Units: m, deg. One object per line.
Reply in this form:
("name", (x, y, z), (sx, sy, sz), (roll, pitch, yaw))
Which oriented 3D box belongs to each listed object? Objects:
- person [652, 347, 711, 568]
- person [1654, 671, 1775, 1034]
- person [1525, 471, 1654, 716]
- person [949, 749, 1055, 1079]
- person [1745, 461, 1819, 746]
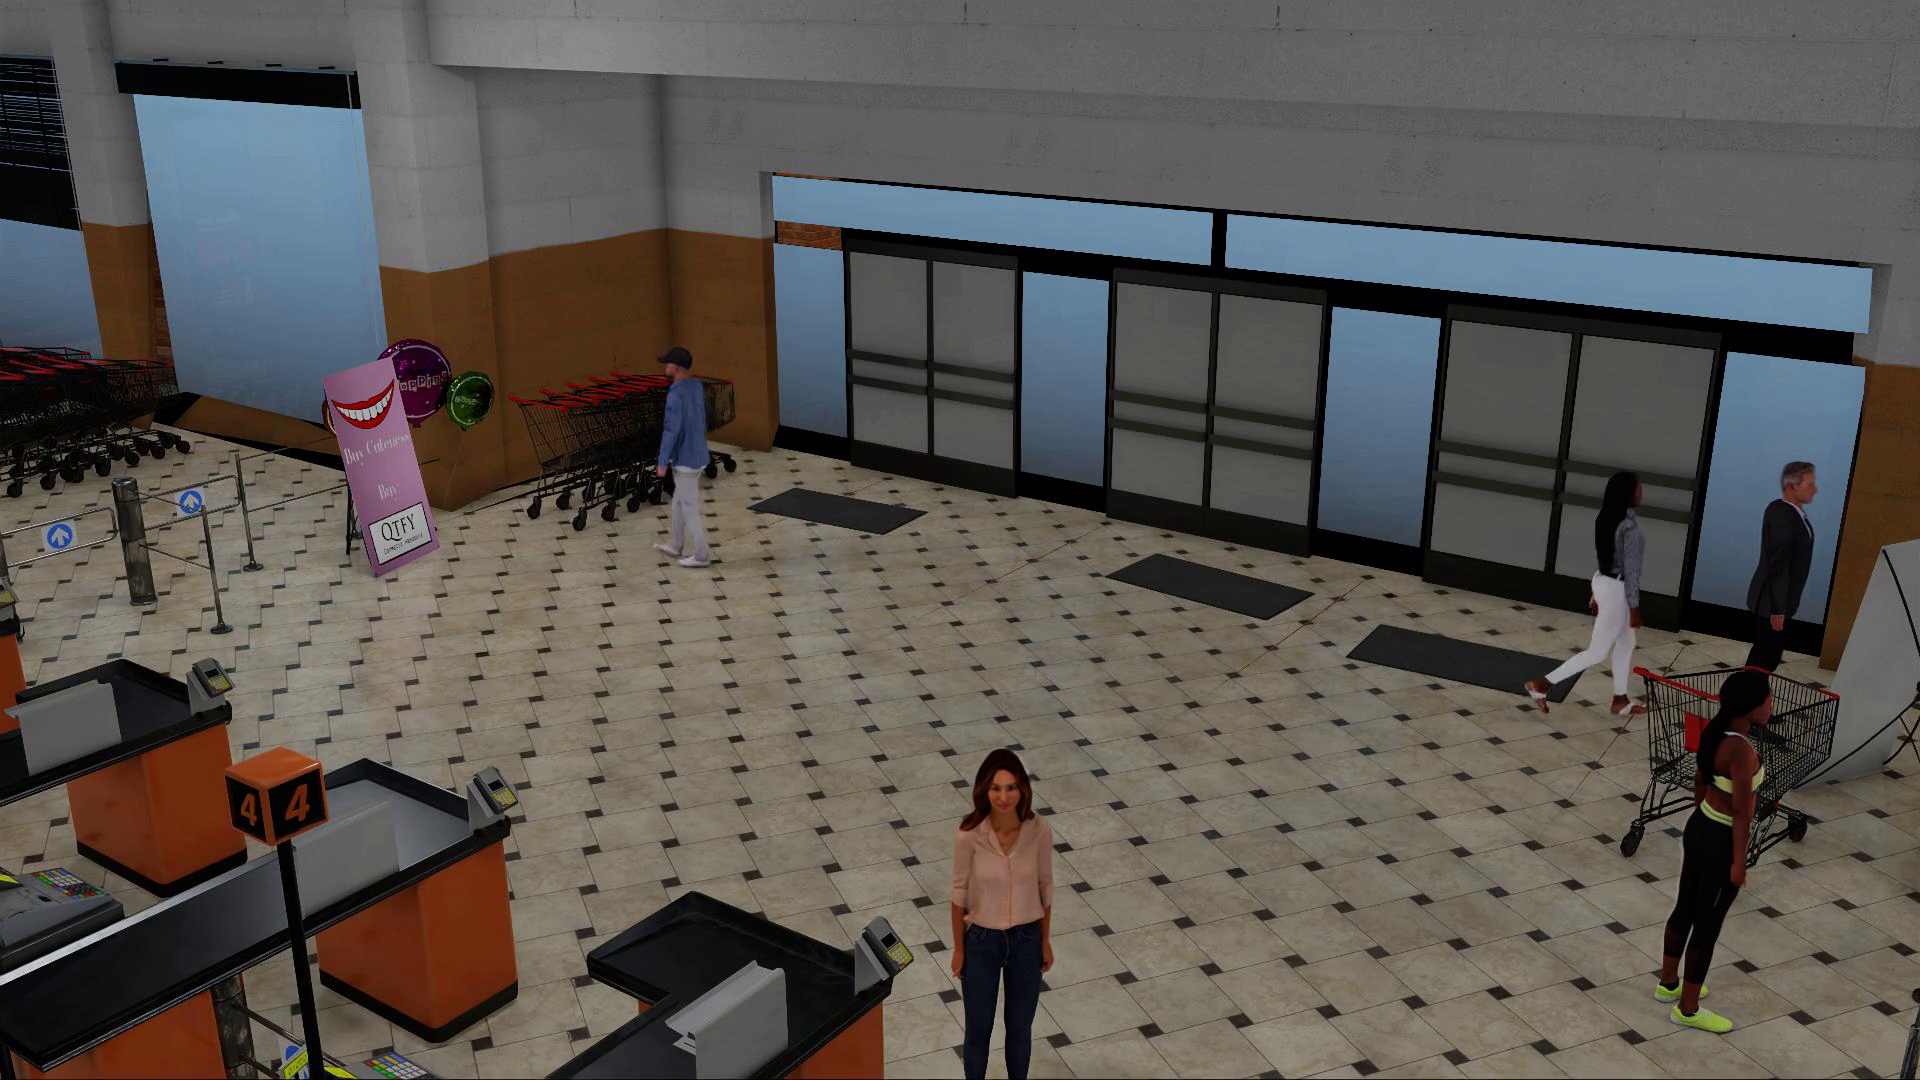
("person", (-2.189, -0.664, 13.735), (0.890, 1.872, 0.881), (6, 19, 16))
("person", (3.497, 1.424, 7.729), (0.705, 1.753, 0.610), (0, 19, 1))
("person", (4.173, 0.400, 10.855), (1.020, 1.696, 1.124), (1, 19, 4))
("person", (0.171, 1.679, 6.912), (0.666, 1.792, 0.720), (-3, 19, -8))
("person", (5.271, 0.370, 10.723), (0.832, 1.837, 0.598), (8, 20, 22))
